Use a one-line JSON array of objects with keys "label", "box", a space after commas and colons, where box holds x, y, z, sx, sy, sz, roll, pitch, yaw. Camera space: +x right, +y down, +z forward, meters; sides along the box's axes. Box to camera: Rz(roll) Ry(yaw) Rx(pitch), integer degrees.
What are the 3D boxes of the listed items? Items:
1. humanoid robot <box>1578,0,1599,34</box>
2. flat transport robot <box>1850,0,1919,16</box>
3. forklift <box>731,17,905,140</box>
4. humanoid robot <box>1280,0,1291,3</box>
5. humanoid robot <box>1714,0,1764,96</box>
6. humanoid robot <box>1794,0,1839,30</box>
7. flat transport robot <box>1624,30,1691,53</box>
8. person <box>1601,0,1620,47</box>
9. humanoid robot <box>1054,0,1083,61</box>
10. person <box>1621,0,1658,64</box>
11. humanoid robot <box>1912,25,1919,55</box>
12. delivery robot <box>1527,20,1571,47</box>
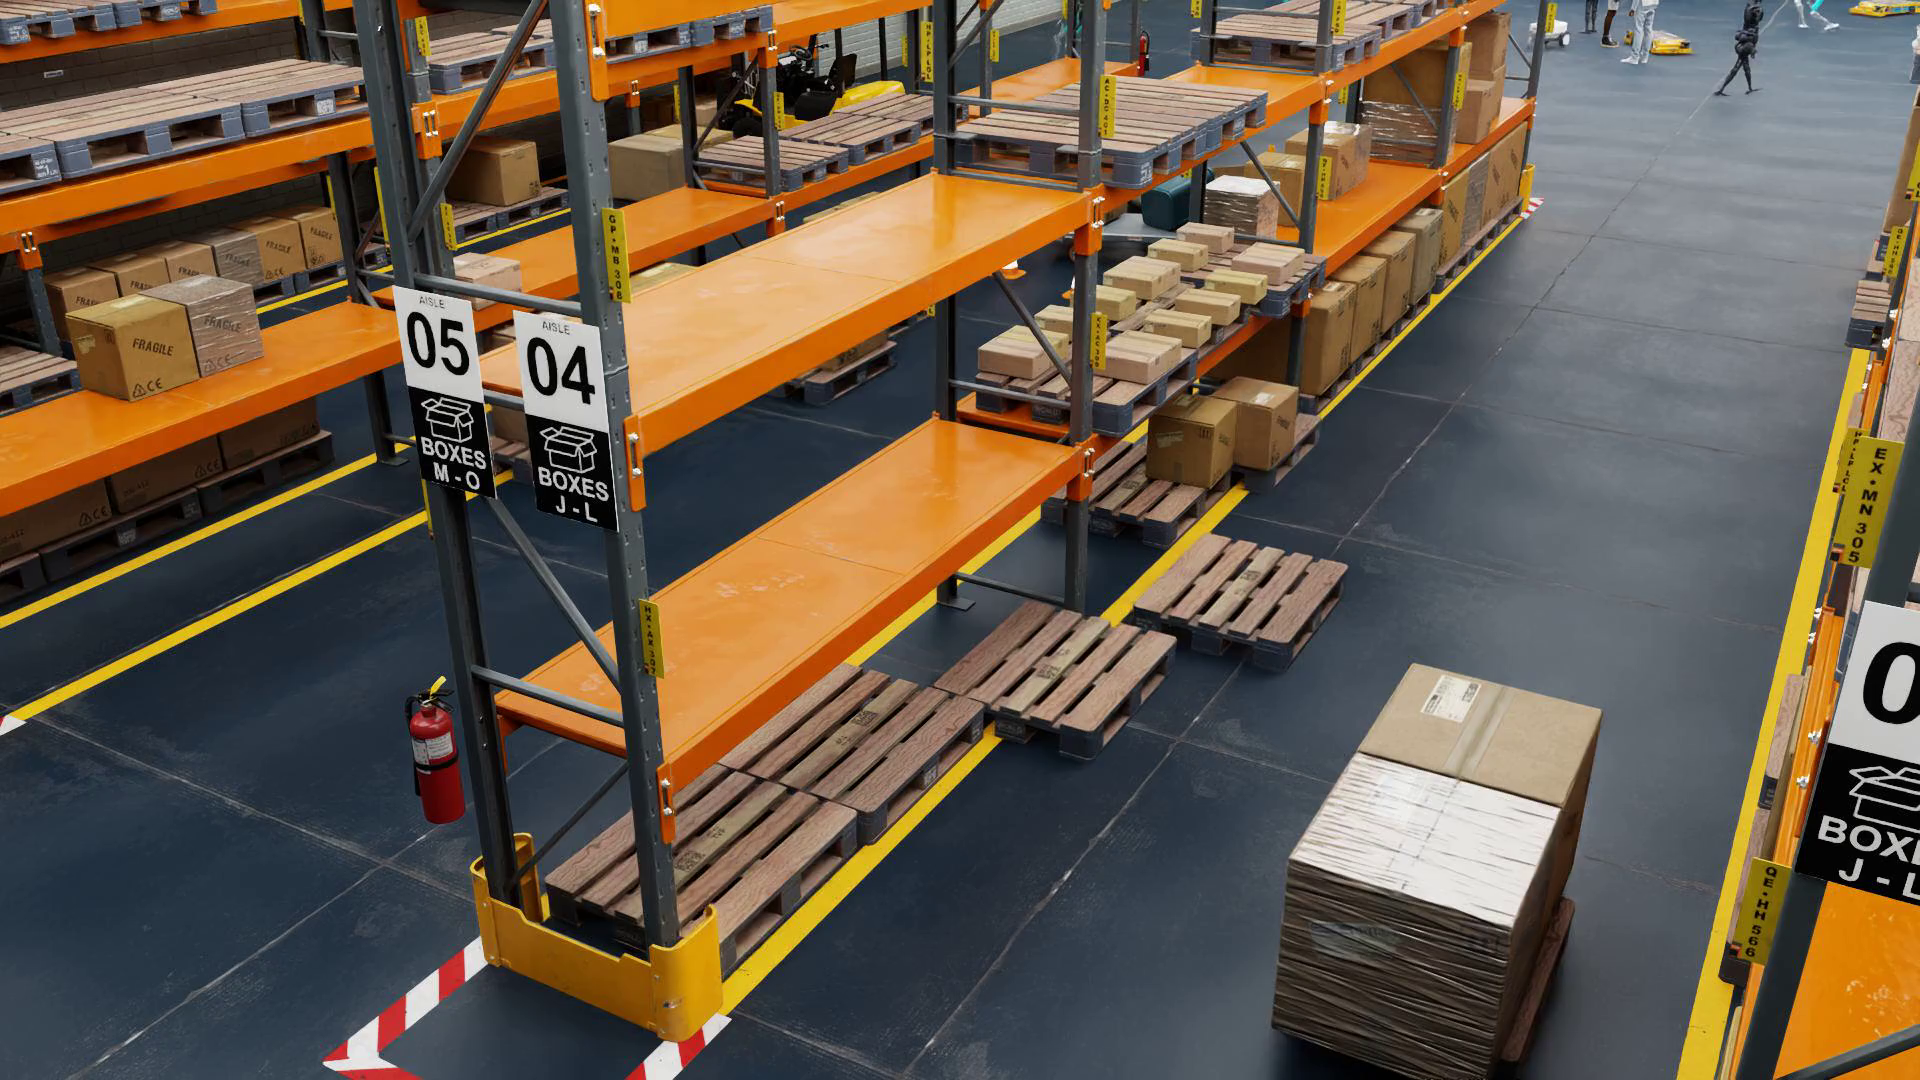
[{"label": "humanoid robot", "box": [11.958, -10.437, 31.399, 0.588, 1.654, 0.325, -18, 31, -33]}, {"label": "flat transport robot", "box": [18.901, -10.845, 33.876, 1.431, 0.231, 0.659, -13, 28, -24]}, {"label": "forklift", "box": [-1.819, -5.975, 21.543, 2.313, 2.155, 1.214, 14, 29, 26]}, {"label": "humanoid robot", "box": [6.226, -10.507, 31.508, 0.871, 1.790, 0.542, 12, 28, 24]}, {"label": "humanoid robot", "box": [12.247, -7.731, 25.826, 0.770, 1.622, 0.589, 2, 26, 4]}, {"label": "humanoid robot", "box": [16.198, -10.438, 31.325, 0.979, 1.729, 0.540, -2, 26, -4]}, {"label": "flat transport robot", "box": [12.599, -8.993, 30.029, 0.659, 0.231, 1.431, 0, 26, -1]}, {"label": "person", "box": [11.863, -9.928, 30.018, 0.368, 1.966, 0.605, 9, 27, 19]}, {"label": "humanoid robot", "box": [1.819, -8.776, 27.916, 0.886, 1.781, 0.563, -6, 26, -12]}, {"label": "person", "box": [11.700, -9.125, 28.402, 0.588, 1.920, 0.398, -12, 28, -23]}, {"label": "humanoid robot", "box": [16.115, -8.534, 27.486, 0.792, 1.851, 0.540, 9, 27, 18]}, {"label": "delivery robot", "box": [10.668, -9.203, 30.143, 0.795, 0.602, 0.499, -16, 30, -29]}]
